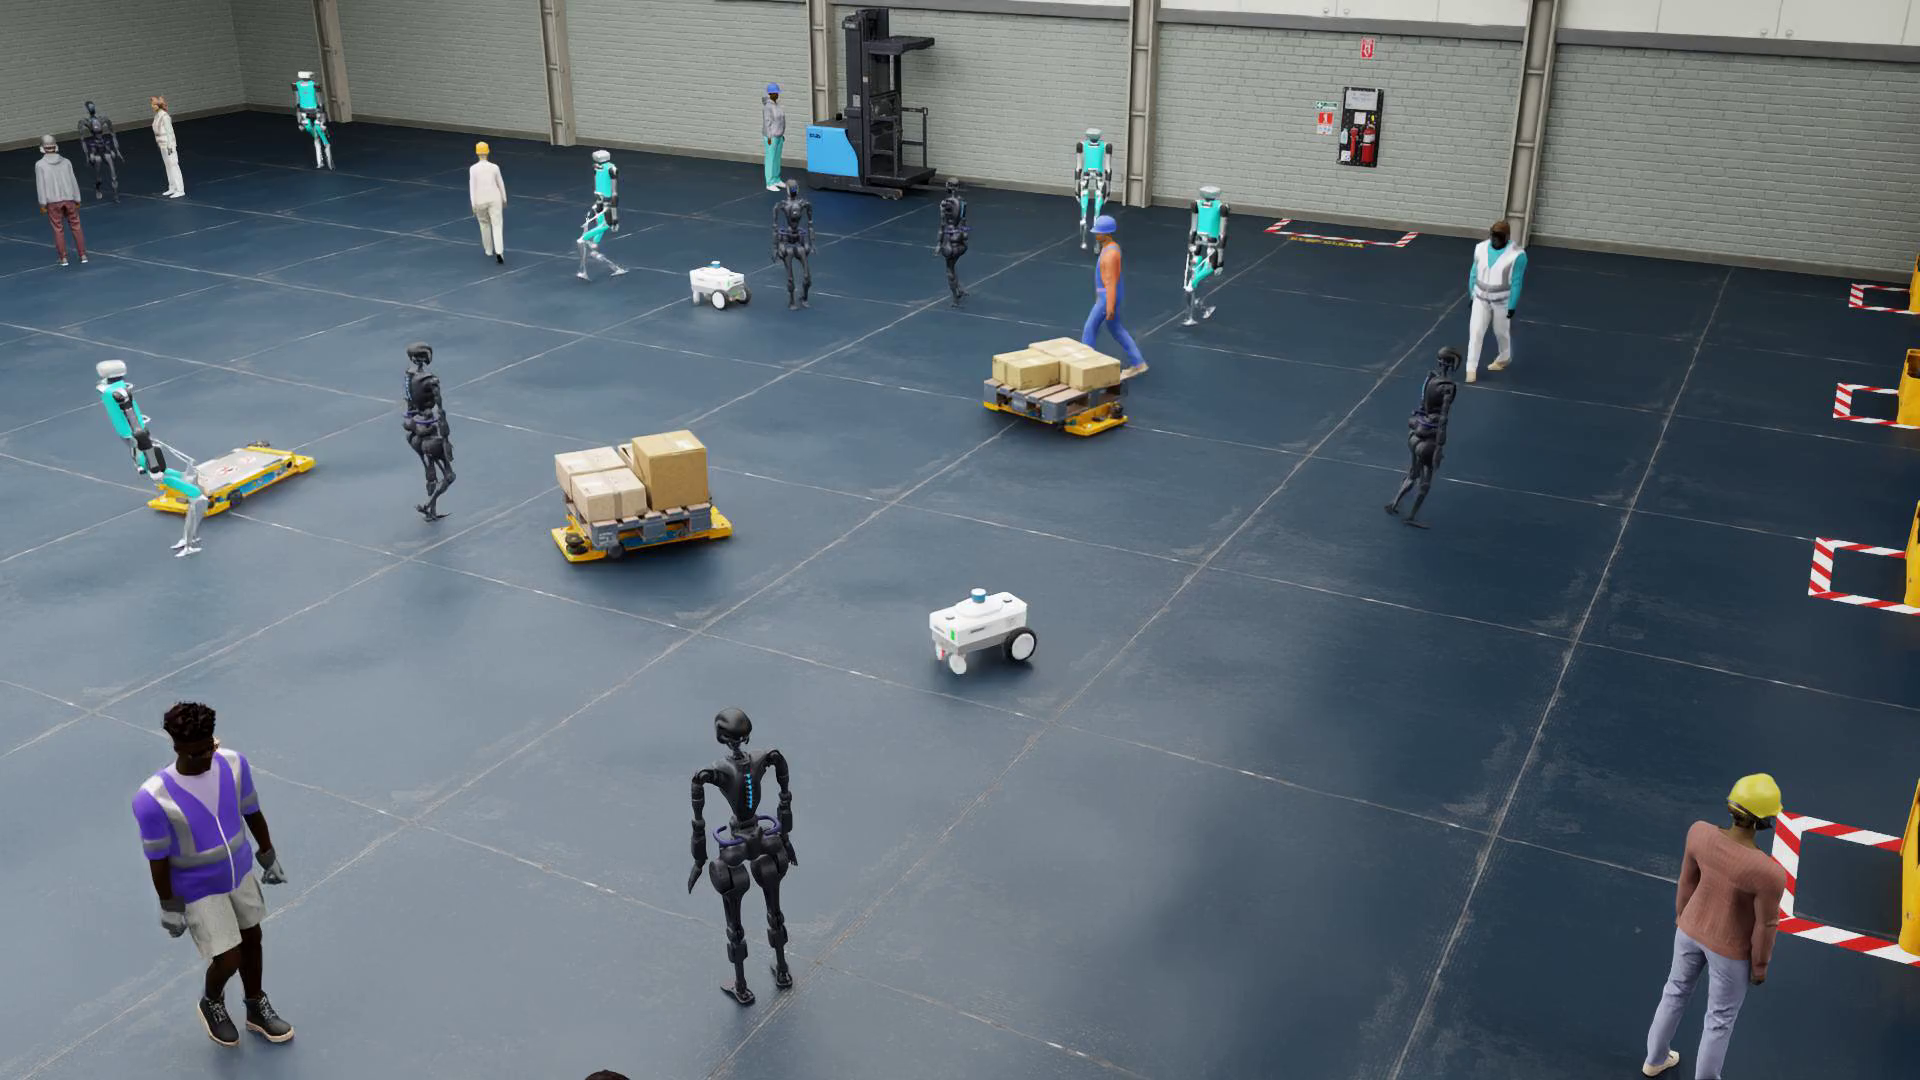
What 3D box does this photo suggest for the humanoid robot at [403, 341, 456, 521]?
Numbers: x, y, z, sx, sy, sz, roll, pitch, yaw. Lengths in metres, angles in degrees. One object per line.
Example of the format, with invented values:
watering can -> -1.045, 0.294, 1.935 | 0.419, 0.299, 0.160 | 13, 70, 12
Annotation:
humanoid robot -> -4.708, -0.937, 14.568 | 0.590, 1.647, 0.420 | 20, 30, 38

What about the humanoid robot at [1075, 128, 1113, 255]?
humanoid robot -> 1.870, -4.933, 23.747 | 0.531, 1.771, 0.737 | 5, 24, 10

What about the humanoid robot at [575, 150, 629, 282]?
humanoid robot -> -4.985, -4.313, 22.405 | 1.020, 1.777, 0.531 | -20, 30, -38

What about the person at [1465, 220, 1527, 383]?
person -> 5.949, -2.687, 18.487 | 0.627, 1.804, 0.862 | 16, 28, 33

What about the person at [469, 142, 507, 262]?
person -> -6.668, -4.785, 23.537 | 0.477, 1.661, 0.821 | -7, 24, -16

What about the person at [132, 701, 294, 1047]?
person -> -3.634, 1.658, 8.173 | 0.434, 1.945, 0.640 | 12, 26, 25

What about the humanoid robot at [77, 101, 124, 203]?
humanoid robot -> -14.068, -6.365, 27.225 | 0.592, 1.638, 0.626 | -19, 30, -37

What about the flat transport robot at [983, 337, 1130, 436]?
flat transport robot -> 0.994, -1.396, 17.413 | 1.431, 0.231, 0.659 | 20, 30, 39

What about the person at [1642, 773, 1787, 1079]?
person -> 3.611, 1.885, 7.890 | 0.339, 1.758, 0.519 | -13, 26, -27

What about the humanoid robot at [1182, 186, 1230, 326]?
humanoid robot -> 2.885, -3.387, 20.204 | 0.546, 1.727, 1.027 | 20, 30, 38

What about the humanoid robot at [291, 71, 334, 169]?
humanoid robot -> -11.527, -7.460, 29.808 | 0.545, 1.890, 0.717 | 1, 23, 2

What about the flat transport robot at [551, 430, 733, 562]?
flat transport robot -> -2.783, -0.132, 14.471 | 1.431, 0.231, 0.659 | -11, 26, -24

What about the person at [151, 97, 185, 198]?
person -> -13.178, -6.532, 27.630 | 0.306, 1.641, 0.513 | -20, 31, -39

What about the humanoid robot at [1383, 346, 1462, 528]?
humanoid robot -> 4.043, -0.911, 14.503 | 0.460, 1.634, 0.614 | -2, 23, -5

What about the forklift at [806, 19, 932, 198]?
forklift -> -1.573, -7.292, 27.850 | 1.873, 2.768, 1.129 | 12, 26, 25

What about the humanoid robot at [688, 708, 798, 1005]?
humanoid robot -> -1.117, 1.616, 8.596 | 0.599, 1.659, 0.315 | -12, 26, -26

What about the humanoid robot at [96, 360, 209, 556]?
humanoid robot -> -6.676, -0.700, 13.943 | 0.769, 1.757, 0.539 | -20, 30, -38

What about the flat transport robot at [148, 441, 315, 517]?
flat transport robot -> -6.776, -0.574, 15.499 | 0.659, 0.231, 1.431 | 8, 25, 19

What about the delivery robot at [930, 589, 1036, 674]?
delivery robot -> 0.165, 0.651, 12.304 | 0.782, 0.610, 0.500 | -15, 27, -31

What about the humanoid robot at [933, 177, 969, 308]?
humanoid robot -> -0.090, -3.802, 21.237 | 0.375, 1.648, 0.592 | 15, 27, 31

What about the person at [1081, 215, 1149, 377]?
person -> 1.652, -2.693, 18.419 | 0.974, 1.853, 0.551 | 3, 23, 8

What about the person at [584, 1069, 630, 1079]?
person -> -1.220, 2.654, 5.904 | 0.393, 1.914, 0.589 | 16, 28, 33

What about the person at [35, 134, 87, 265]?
person -> -12.631, -4.778, 23.341 | 0.550, 1.806, 0.381 | -20, 30, -39

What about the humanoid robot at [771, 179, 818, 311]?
humanoid robot -> -2.113, -3.755, 21.109 | 0.611, 1.648, 0.316 | -11, 26, -25

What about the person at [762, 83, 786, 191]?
person -> -3.151, -6.822, 28.137 | 0.361, 1.777, 0.522 | 8, 25, 18

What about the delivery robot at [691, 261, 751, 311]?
delivery robot -> -3.116, -3.288, 21.449 | 0.761, 0.590, 0.518 | 16, 28, 32
